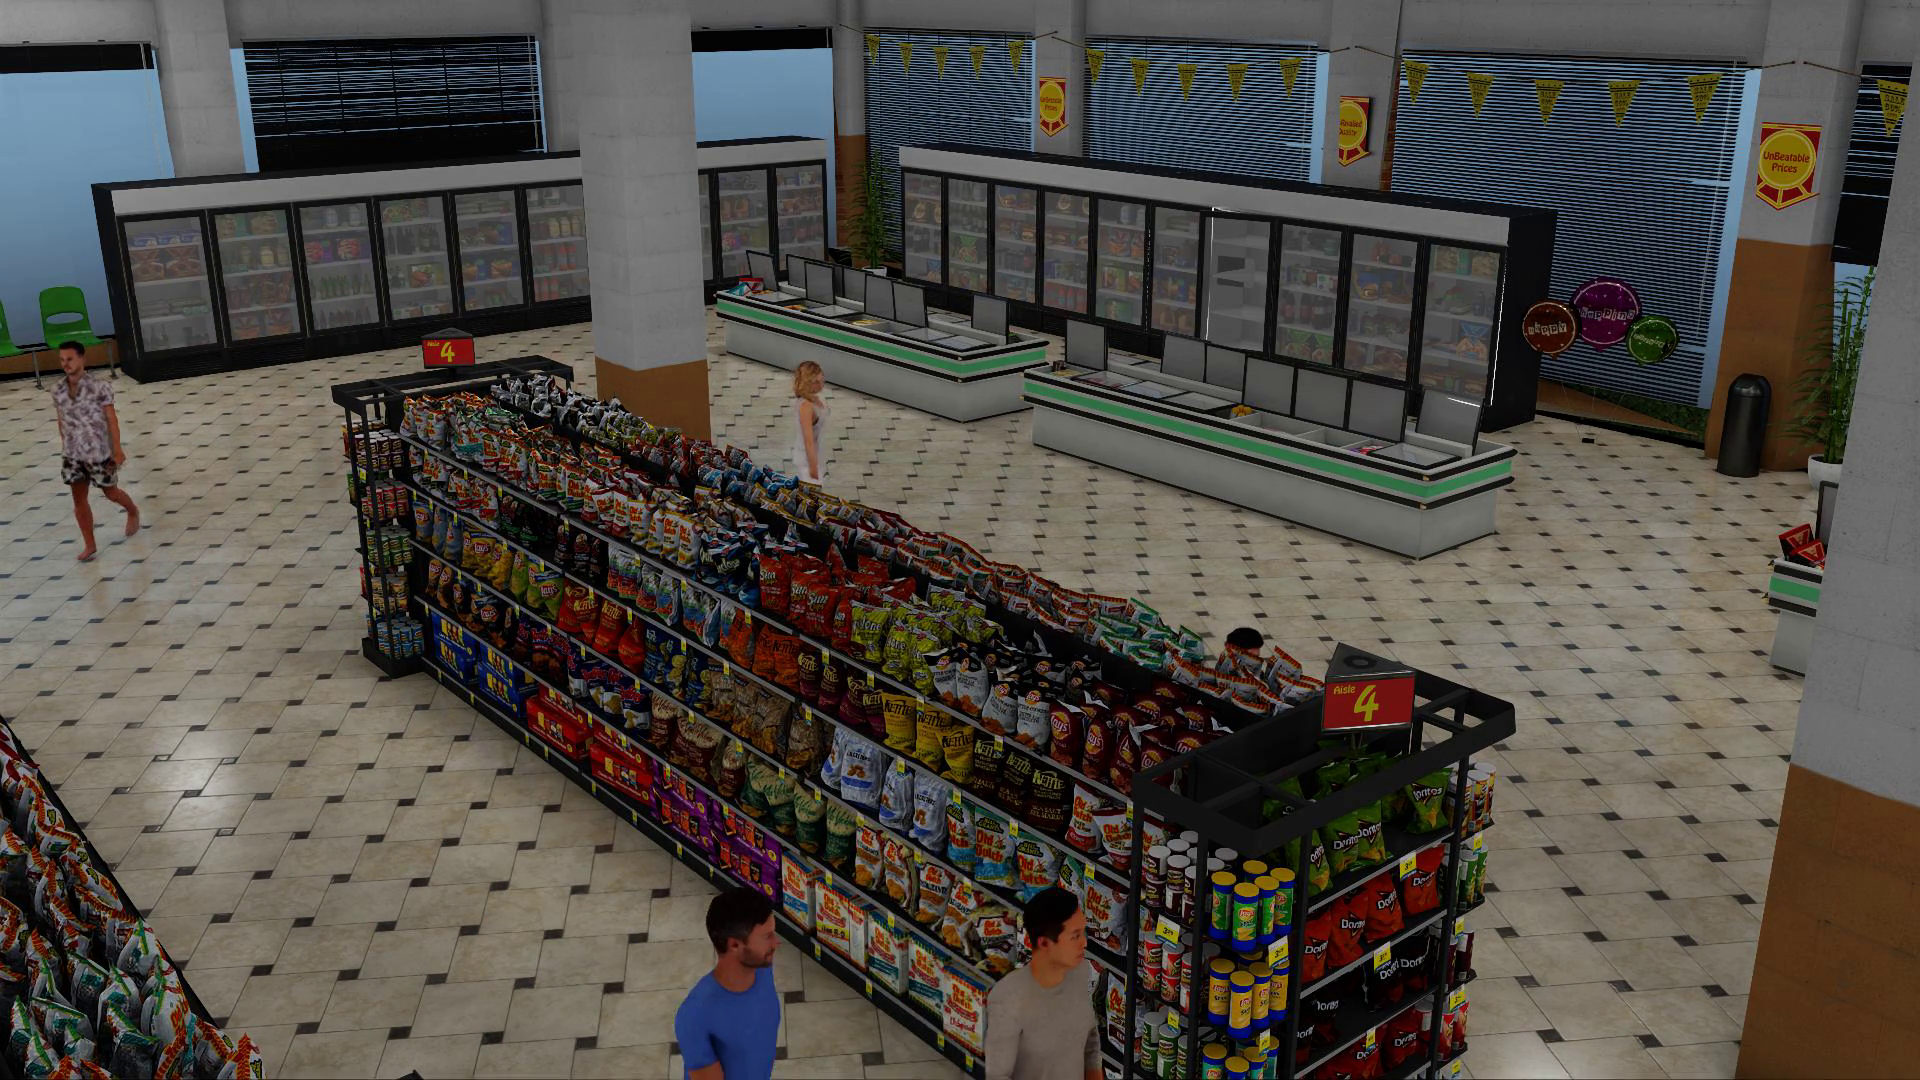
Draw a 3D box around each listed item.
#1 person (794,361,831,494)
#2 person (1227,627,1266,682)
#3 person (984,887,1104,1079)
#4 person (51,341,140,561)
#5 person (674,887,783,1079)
[{"bbox_3d":[-1.282,-0.711,14.005,0.878,1.650,0.760,-5,19,-16],"label":"person"},{"bbox_3d":[1.573,1.059,9.435,0.560,1.216,0.577,-8,20,-22],"label":"person"},{"bbox_3d":[0.207,1.998,5.795,1.211,1.763,0.784,16,24,39],"label":"person"},{"bbox_3d":[-7.293,-0.789,14.019,1.075,1.790,1.174,0,19,0],"label":"person"},{"bbox_3d":[-0.865,2.000,5.679,1.039,1.834,0.814,13,23,34],"label":"person"}]
